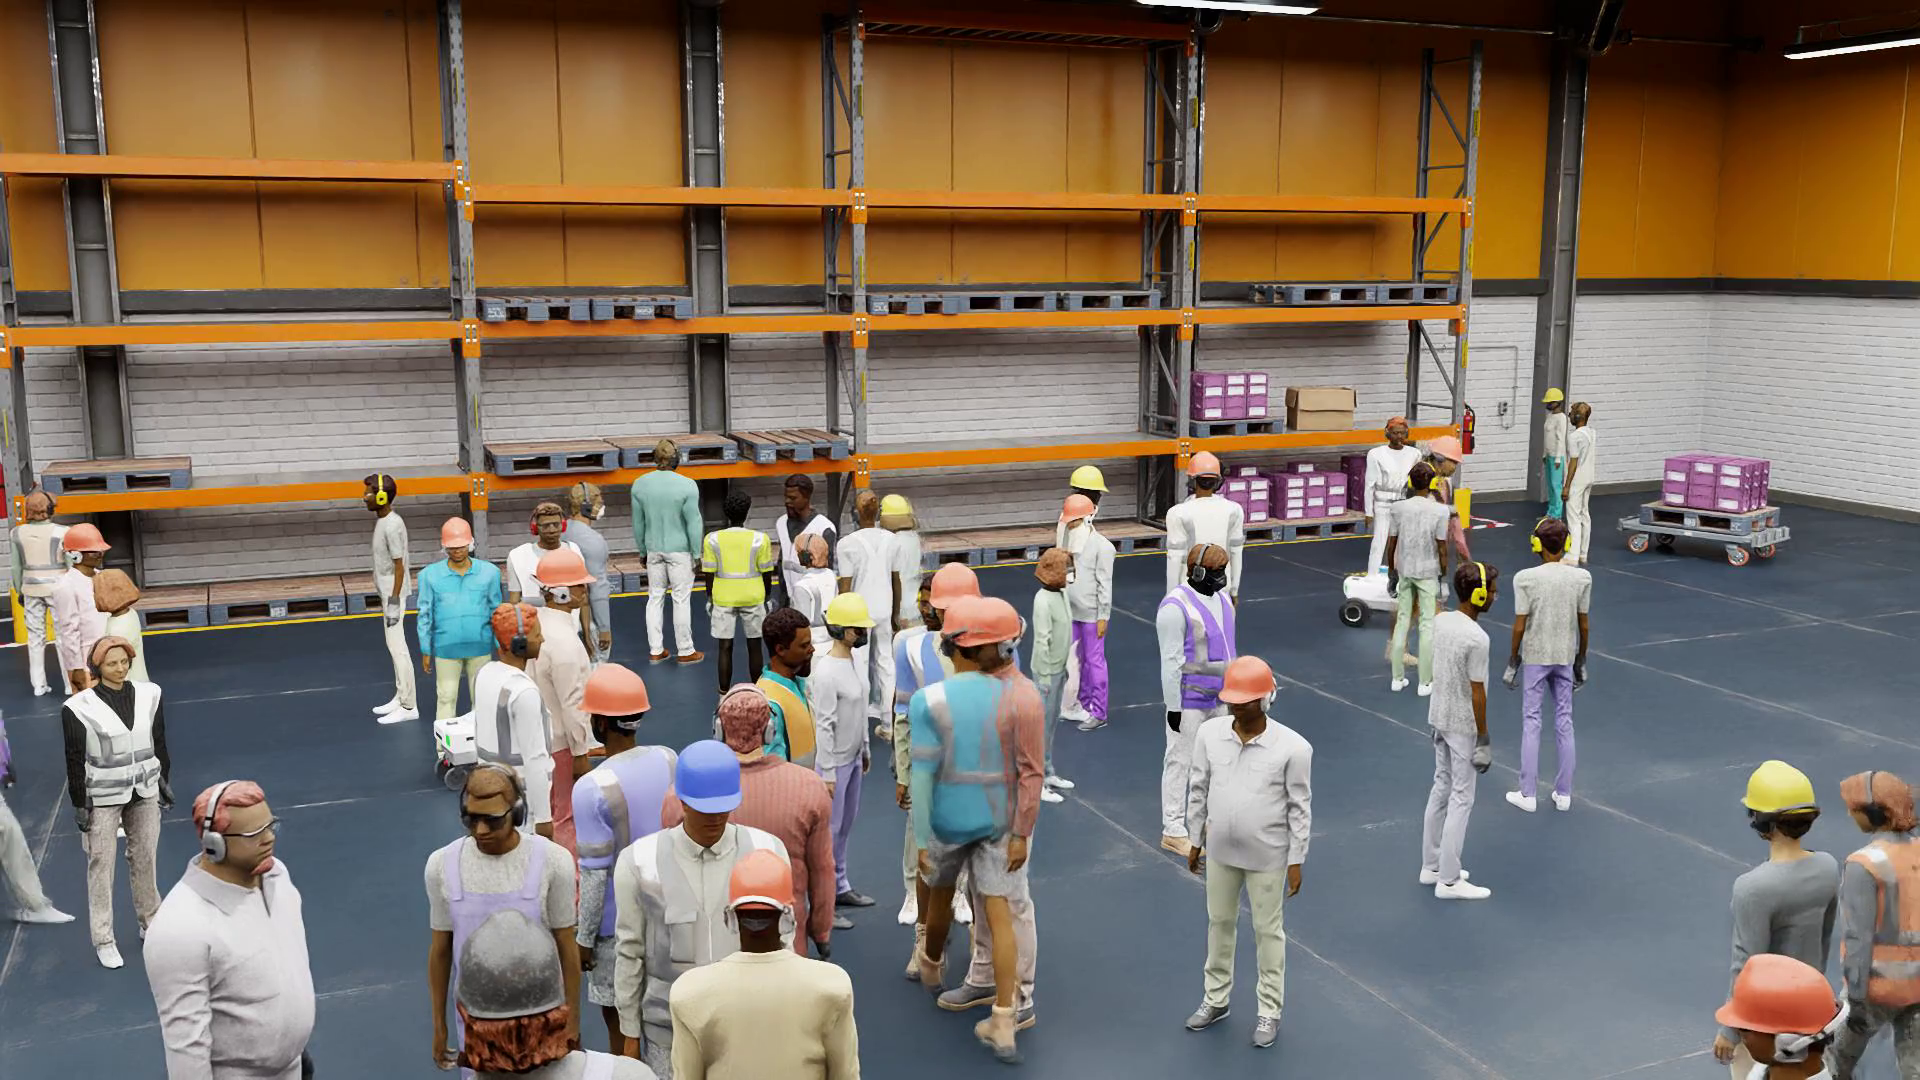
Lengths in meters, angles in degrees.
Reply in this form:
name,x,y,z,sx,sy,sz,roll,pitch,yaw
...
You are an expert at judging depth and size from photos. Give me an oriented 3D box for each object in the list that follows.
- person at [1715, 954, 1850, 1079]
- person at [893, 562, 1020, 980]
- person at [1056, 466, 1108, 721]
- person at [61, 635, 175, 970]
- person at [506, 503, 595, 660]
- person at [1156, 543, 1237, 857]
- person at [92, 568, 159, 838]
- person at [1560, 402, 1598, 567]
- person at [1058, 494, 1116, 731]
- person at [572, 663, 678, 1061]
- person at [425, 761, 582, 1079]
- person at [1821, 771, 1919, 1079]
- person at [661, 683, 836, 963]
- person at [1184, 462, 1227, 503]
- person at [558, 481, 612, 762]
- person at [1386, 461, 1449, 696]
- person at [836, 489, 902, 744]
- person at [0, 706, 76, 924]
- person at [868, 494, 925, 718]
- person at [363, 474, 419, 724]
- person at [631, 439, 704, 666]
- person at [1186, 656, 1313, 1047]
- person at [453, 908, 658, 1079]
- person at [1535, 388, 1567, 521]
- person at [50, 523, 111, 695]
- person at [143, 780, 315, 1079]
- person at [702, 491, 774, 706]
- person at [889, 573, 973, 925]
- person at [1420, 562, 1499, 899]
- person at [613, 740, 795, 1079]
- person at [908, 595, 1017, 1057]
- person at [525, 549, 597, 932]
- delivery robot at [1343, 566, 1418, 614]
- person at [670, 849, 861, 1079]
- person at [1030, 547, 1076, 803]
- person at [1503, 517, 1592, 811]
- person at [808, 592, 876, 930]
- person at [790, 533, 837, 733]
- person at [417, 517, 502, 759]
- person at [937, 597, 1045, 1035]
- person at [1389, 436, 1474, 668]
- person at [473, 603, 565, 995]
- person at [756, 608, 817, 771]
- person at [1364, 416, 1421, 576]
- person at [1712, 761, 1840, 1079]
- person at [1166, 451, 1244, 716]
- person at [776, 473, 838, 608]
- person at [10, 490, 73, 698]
name,x,y,z,sx,sy,sz,roll,pitch,yaw
person,2.088,1.902,4.301,0.339,1.745,0.561,2,10,10
person,-0.019,1.113,7.993,0.605,2.044,0.375,0,10,3
person,0.906,0.398,12.480,0.402,1.917,0.591,-1,10,-4
person,-4.152,1.272,8.236,0.309,1.641,0.515,6,12,32
person,-2.753,0.654,11.202,0.563,1.847,0.388,-6,11,-29
person,1.402,0.920,9.723,0.429,1.837,0.624,9,13,42
person,-5.020,0.969,10.016,0.277,1.629,0.499,-4,11,-21
person,6.876,-0.618,18.540,0.506,1.846,0.345,-9,13,-43
person,0.900,0.522,12.290,0.353,1.737,0.571,-7,12,-34
person,-1.309,1.430,6.473,0.354,1.939,0.544,5,11,29
person,-1.540,1.627,5.644,0.511,1.836,0.357,0,10,-1
person,3.383,1.641,6.208,0.523,1.589,0.819,-5,11,-26
person,-0.798,1.477,6.290,0.654,1.906,0.407,-2,10,-14
person,2.173,0.155,14.509,0.317,1.695,0.540,-9,13,-40
person,-2.593,0.556,11.501,0.354,1.937,0.635,-8,13,-39
person,3.639,0.304,13.197,0.509,1.860,0.333,8,12,37
person,-0.652,0.556,11.770,0.521,1.844,0.331,-6,12,-31
person,-5.123,1.231,8.627,0.847,1.602,0.525,-3,10,-15
person,-0.484,0.511,12.387,0.729,1.708,0.498,5,11,28
person,-4.261,0.432,12.419,0.310,1.869,0.531,-4,11,-23
person,-2.460,0.107,14.090,0.633,1.939,0.368,3,10,17
person,1.263,1.364,7.385,0.572,1.748,0.333,6,12,32
person,-1.021,1.830,3.868,0.688,2.000,0.537,-7,12,-36
person,7.648,-1.082,21.473,0.345,1.760,0.532,0,10,2
person,-5.665,0.758,10.873,0.326,1.752,0.560,-1,10,-4
person,-2.205,1.669,5.183,0.399,1.909,0.642,1,10,6
person,-1.687,0.469,12.700,0.542,1.695,0.316,0,10,-2
person,-0.115,1.083,8.679,0.513,1.868,0.328,0,10,-3
person,2.724,1.030,9.026,0.346,1.857,0.523,-2,10,-13
person,-0.839,1.593,5.539,0.605,1.939,0.413,-3,10,-16
person,0.043,1.233,7.507,0.610,1.983,1.095,-3,10,-16
person,-2.046,1.028,8.620,0.382,1.995,0.612,-6,11,-30
delivery robot,3.977,0.488,15.609,0.707,0.478,0.477,4,11,22
person,-0.577,1.780,5.010,0.562,1.742,0.333,-1,10,-6
person,0.596,0.849,10.694,0.271,1.632,0.503,3,10,19
person,3.677,0.780,10.434,0.519,1.865,0.327,0,10,-1
person,-0.596,1.137,8.668,0.334,1.765,0.527,3,10,17
person,-0.978,0.762,11.179,0.308,1.641,0.514,3,10,19
person,-3.333,0.708,11.159,0.573,1.749,0.342,-4,11,-23
person,0.150,1.228,7.483,0.383,1.992,0.609,-5,11,-29
person,4.006,0.136,13.787,0.961,1.987,0.609,7,12,36
person,-2.078,1.222,7.824,0.337,1.882,0.584,-8,13,-38
person,-0.806,1.247,7.580,0.391,1.920,0.593,0,10,-2
person,4.296,-0.288,16.520,0.584,1.882,0.339,-2,10,-10
person,2.808,1.636,5.795,0.539,1.763,0.338,-6,11,-30
person,1.789,0.360,12.329,0.608,2.045,0.392,-3,10,-15
person,-1.115,0.450,12.217,0.592,1.909,0.408,9,14,43
person,-7.181,0.429,13.096,0.515,1.640,0.315,0,10,-1
